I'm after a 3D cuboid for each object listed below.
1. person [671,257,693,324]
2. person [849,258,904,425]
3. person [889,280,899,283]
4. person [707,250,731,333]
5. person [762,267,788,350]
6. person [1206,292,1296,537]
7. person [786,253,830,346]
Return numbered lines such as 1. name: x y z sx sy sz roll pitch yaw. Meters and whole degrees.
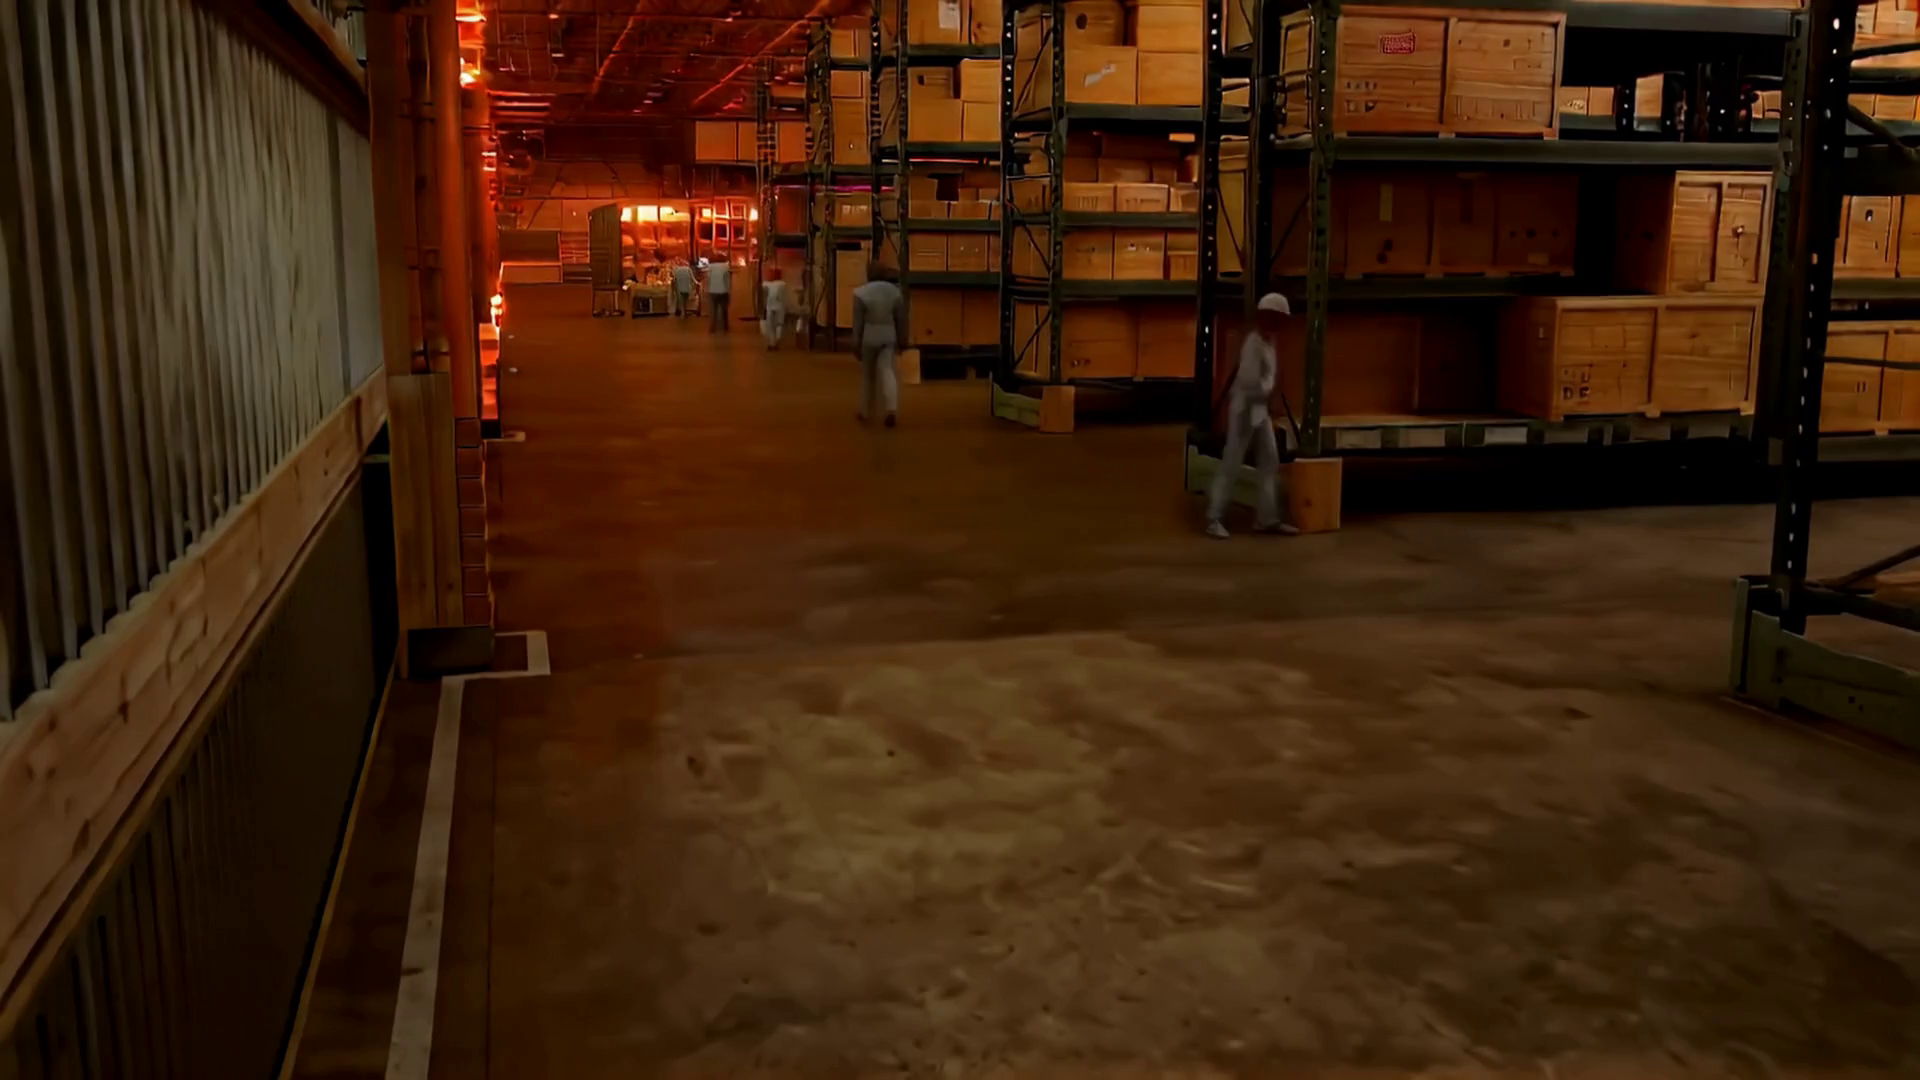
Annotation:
1. person: -7.250 -6.509 43.420 0.573 1.749 0.339 -2 10 -11
2. person: -0.936 -2.264 19.011 0.649 1.896 1.020 -3 10 -17
3. person: -0.934 -3.839 28.139 0.594 1.817 0.431 8 13 39
4. person: -5.729 -5.863 39.279 0.673 1.934 1.035 4 11 19
5. person: -3.632 -4.544 32.638 0.542 1.621 0.405 1 10 6
6. person: 2.038 -0.870 11.645 0.600 1.704 0.502 5 11 28
7. person: -3.091 -4.859 33.704 0.939 1.896 0.628 -4 11 -20
